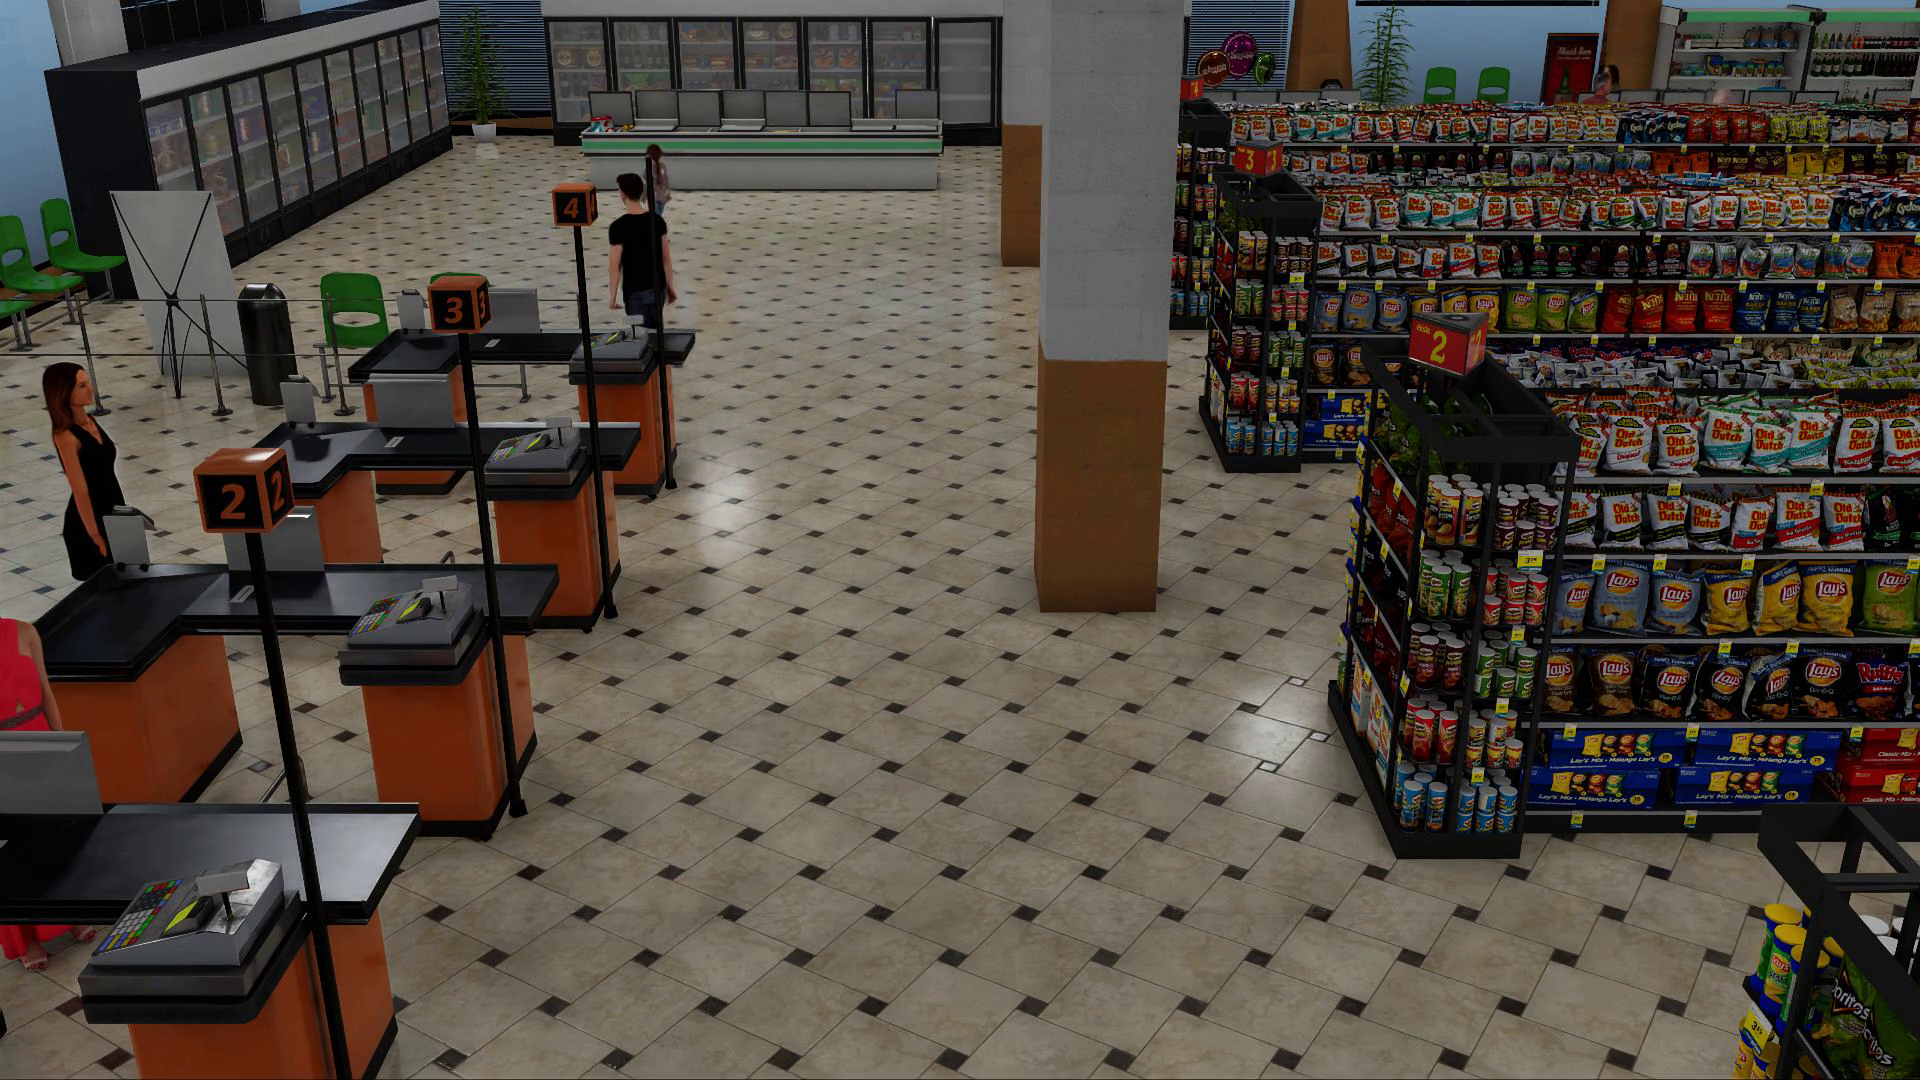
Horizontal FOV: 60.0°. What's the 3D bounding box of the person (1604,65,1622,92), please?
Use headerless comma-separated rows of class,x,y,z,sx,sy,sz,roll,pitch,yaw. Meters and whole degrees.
person,9.688,-6.327,24.821,0.608,1.465,0.623,-3,22,-8

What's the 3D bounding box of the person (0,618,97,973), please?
person,-3.727,0.877,6.540,0.731,1.727,0.710,13,25,28

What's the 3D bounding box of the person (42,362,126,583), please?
person,-4.484,-0.033,8.661,0.577,1.835,0.617,-4,22,-9

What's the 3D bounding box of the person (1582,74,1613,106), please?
person,7.866,-4.864,20.688,0.590,1.831,0.715,-3,22,-7

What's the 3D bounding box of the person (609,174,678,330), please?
person,-2.517,-1.995,13.480,0.788,1.882,0.879,-15,26,-32

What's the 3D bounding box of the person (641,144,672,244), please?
person,-3.530,-4.006,19.433,0.827,1.176,0.813,-14,26,-31
